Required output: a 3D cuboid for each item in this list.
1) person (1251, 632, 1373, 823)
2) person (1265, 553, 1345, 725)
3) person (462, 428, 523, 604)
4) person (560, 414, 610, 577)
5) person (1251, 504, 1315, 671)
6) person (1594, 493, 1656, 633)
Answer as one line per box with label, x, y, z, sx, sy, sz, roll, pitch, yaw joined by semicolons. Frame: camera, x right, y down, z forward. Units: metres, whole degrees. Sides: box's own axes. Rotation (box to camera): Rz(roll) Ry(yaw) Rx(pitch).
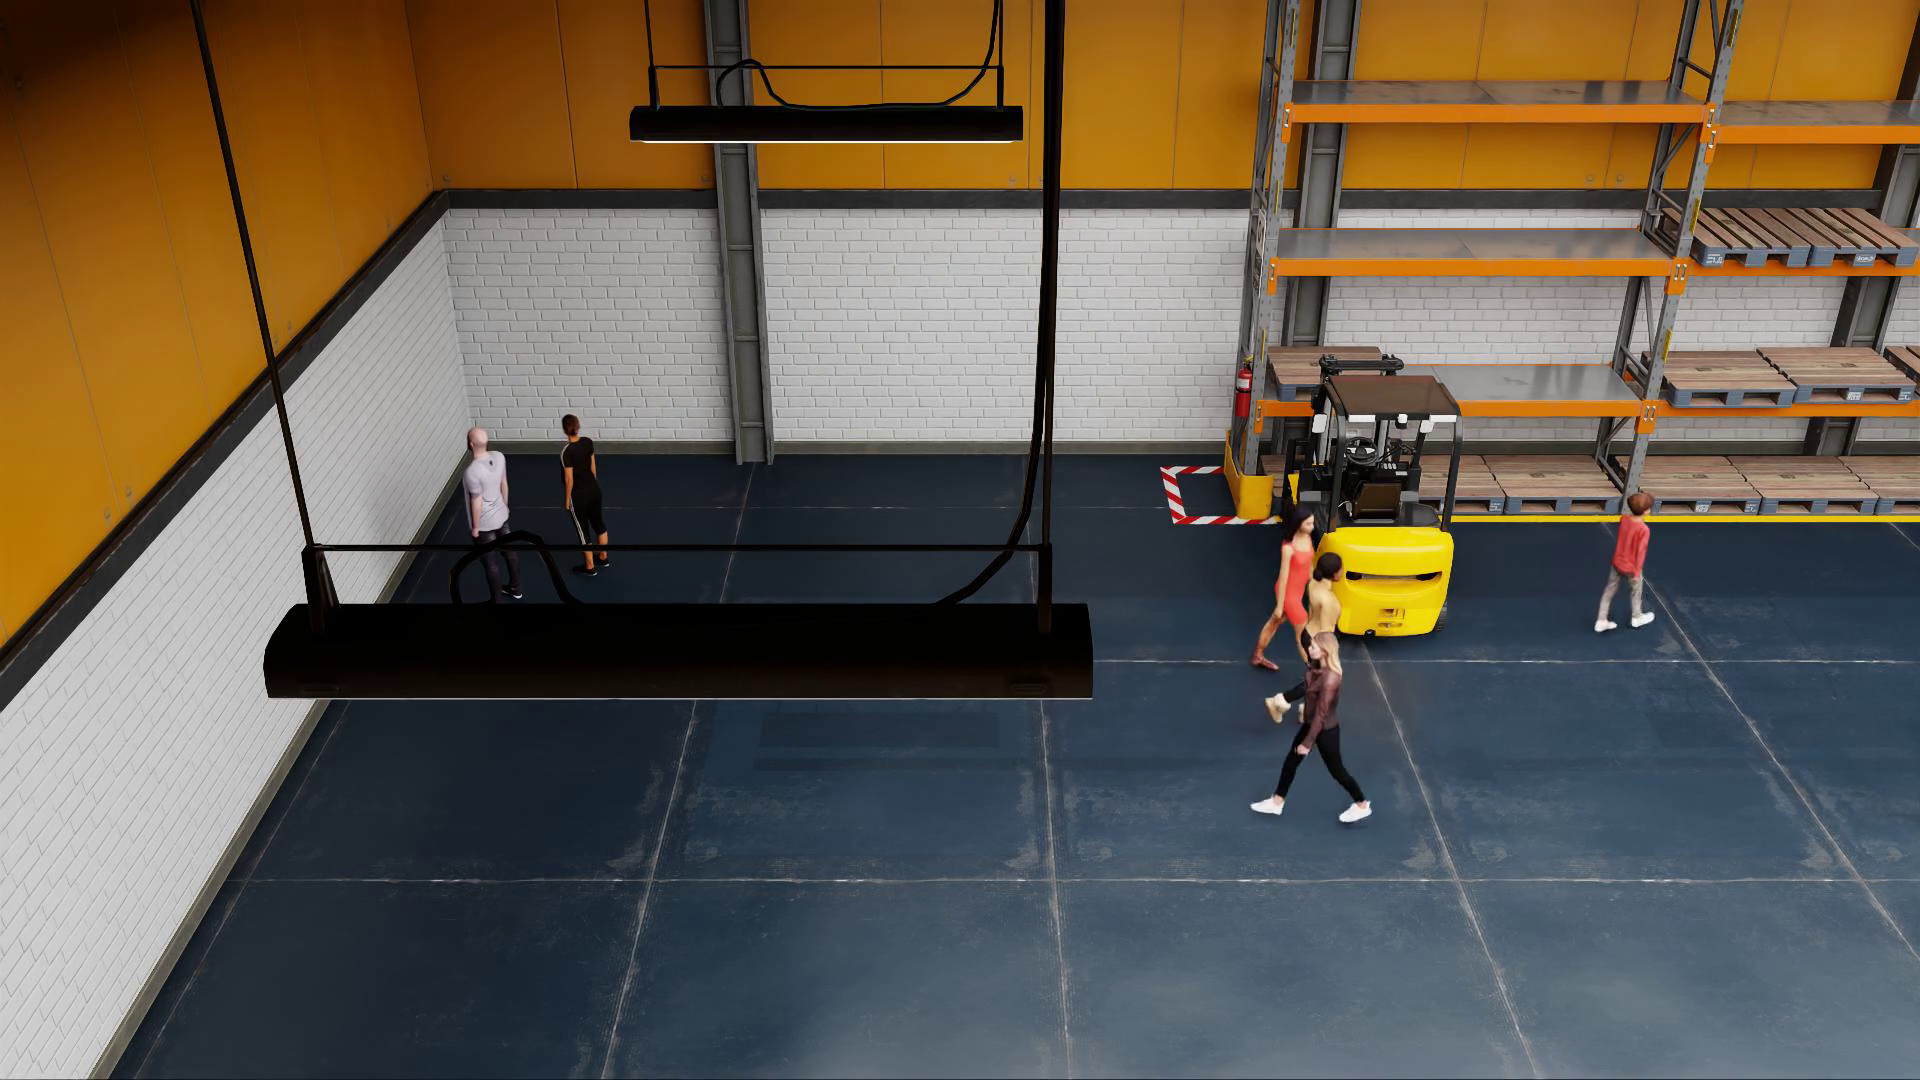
person;2.824;1.471;12.566;1.131;1.655;0.603;0;29;-1
person;2.868;0.863;13.703;0.859;1.635;0.686;-3;29;-6
person;-4.379;-0.208;15.454;0.726;1.837;0.755;11;31;20
person;-3.644;-0.454;16.082;0.666;1.668;0.654;16;32;27
person;2.783;0.452;14.410;1.154;1.678;0.931;13;31;23
person;6.015;0.229;15.112;0.906;1.398;0.741;-12;31;-21
